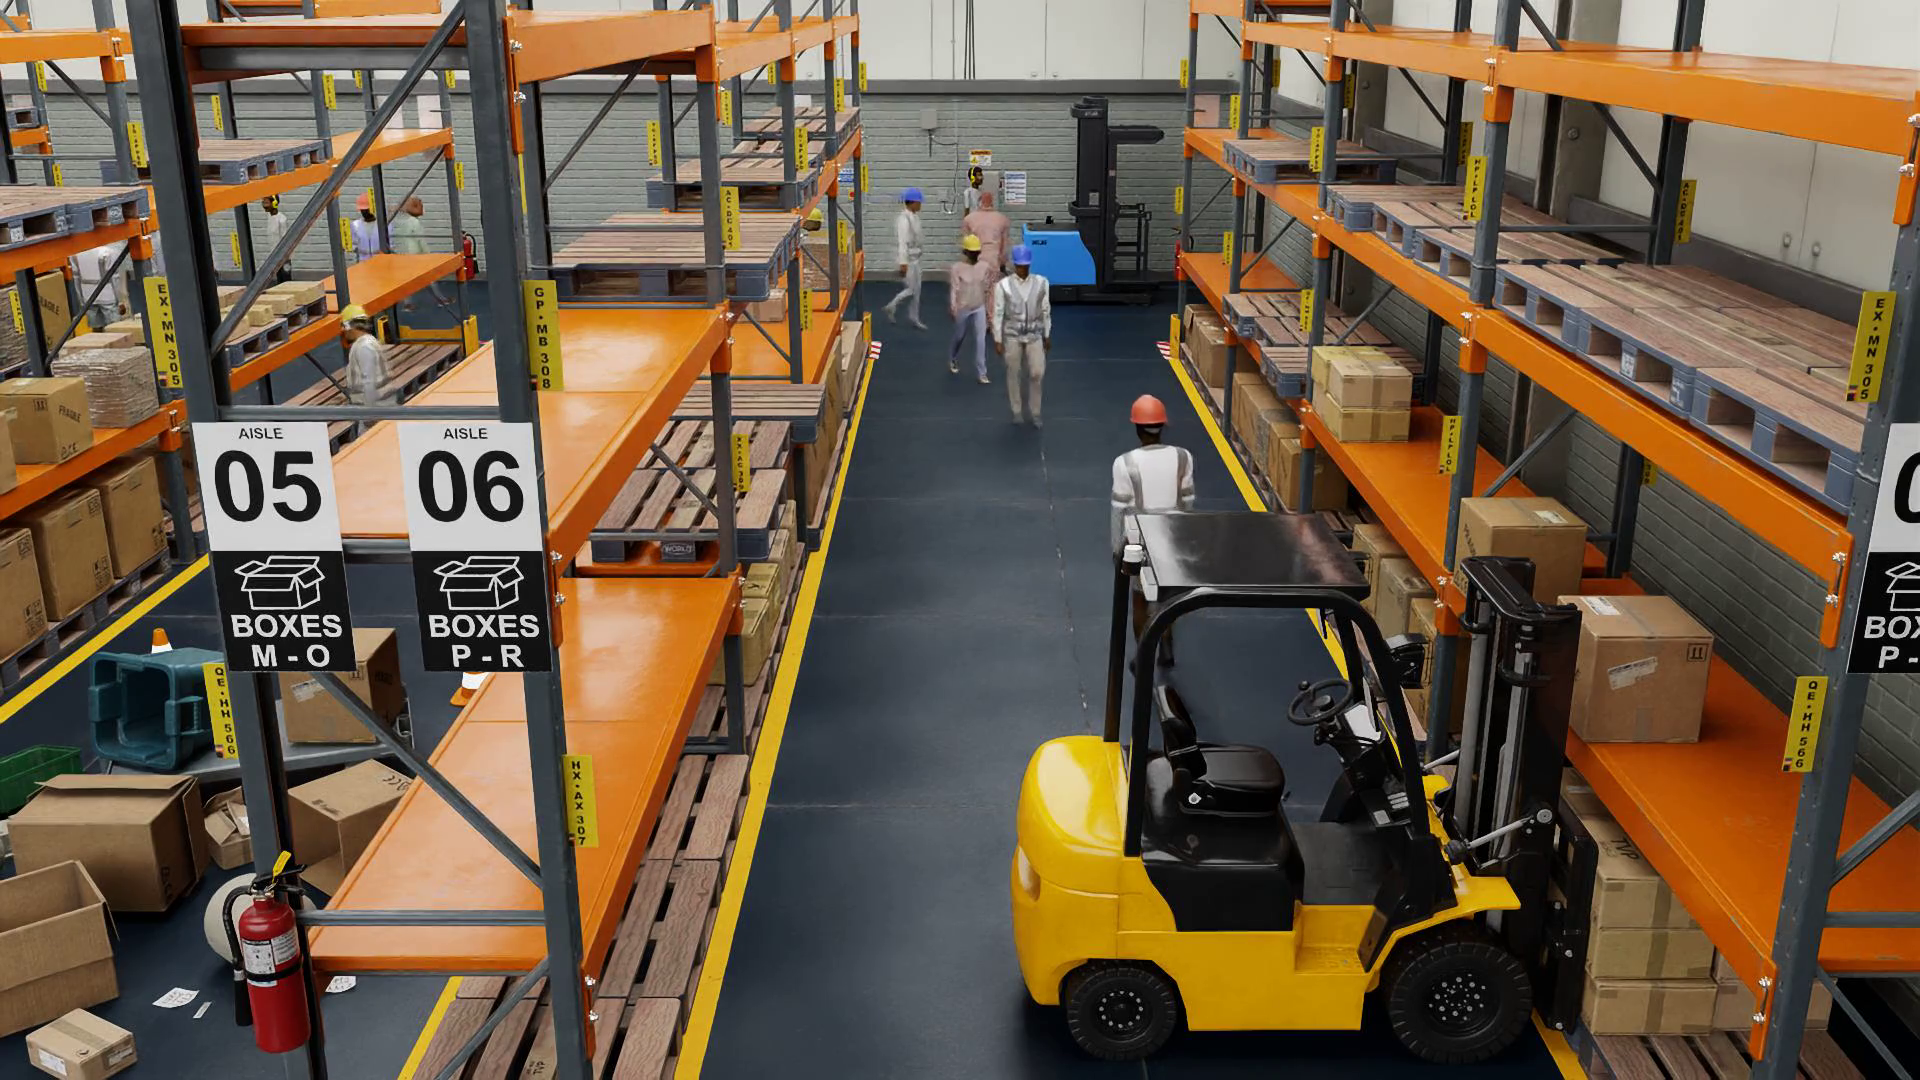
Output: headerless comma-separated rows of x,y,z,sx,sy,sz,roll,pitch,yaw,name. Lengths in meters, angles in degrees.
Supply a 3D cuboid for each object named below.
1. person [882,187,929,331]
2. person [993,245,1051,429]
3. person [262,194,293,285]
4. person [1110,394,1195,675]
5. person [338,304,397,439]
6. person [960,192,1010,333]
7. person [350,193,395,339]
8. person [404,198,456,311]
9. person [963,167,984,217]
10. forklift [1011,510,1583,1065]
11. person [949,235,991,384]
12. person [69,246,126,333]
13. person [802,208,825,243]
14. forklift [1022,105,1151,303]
-0.707,-3.771,22.382,0.532,1.927,0.629,6,19,18,person
0.664,-2.098,17.331,0.640,1.920,0.731,-3,19,-10,person
-9.227,-3.806,22.612,0.332,1.859,0.511,-16,24,-40,person
1.270,-0.011,11.041,0.579,1.912,0.465,-3,19,-10,person
-5.245,-1.198,14.826,0.539,1.783,0.624,-7,19,-19,person
0.332,-3.765,22.499,0.654,1.842,0.969,0,18,1,person
-7.649,-3.557,21.724,0.552,1.935,0.372,-2,18,-5,person
-7.689,-4.101,23.906,0.814,1.599,0.508,-7,19,-19,person
0.242,-4.765,25.476,0.328,1.877,0.514,9,20,26,person
1.387,1.055,7.378,2.313,2.155,1.214,0,18,0,forklift
0.088,-2.759,19.645,0.534,1.732,0.866,-7,20,-21,person
-10.101,-2.838,19.571,0.544,1.929,0.387,1,18,4,person
-1.915,-3.475,21.805,0.324,1.730,0.491,-1,18,-3,person
1.857,-4.944,24.441,1.873,2.768,1.129,0,18,0,forklift
